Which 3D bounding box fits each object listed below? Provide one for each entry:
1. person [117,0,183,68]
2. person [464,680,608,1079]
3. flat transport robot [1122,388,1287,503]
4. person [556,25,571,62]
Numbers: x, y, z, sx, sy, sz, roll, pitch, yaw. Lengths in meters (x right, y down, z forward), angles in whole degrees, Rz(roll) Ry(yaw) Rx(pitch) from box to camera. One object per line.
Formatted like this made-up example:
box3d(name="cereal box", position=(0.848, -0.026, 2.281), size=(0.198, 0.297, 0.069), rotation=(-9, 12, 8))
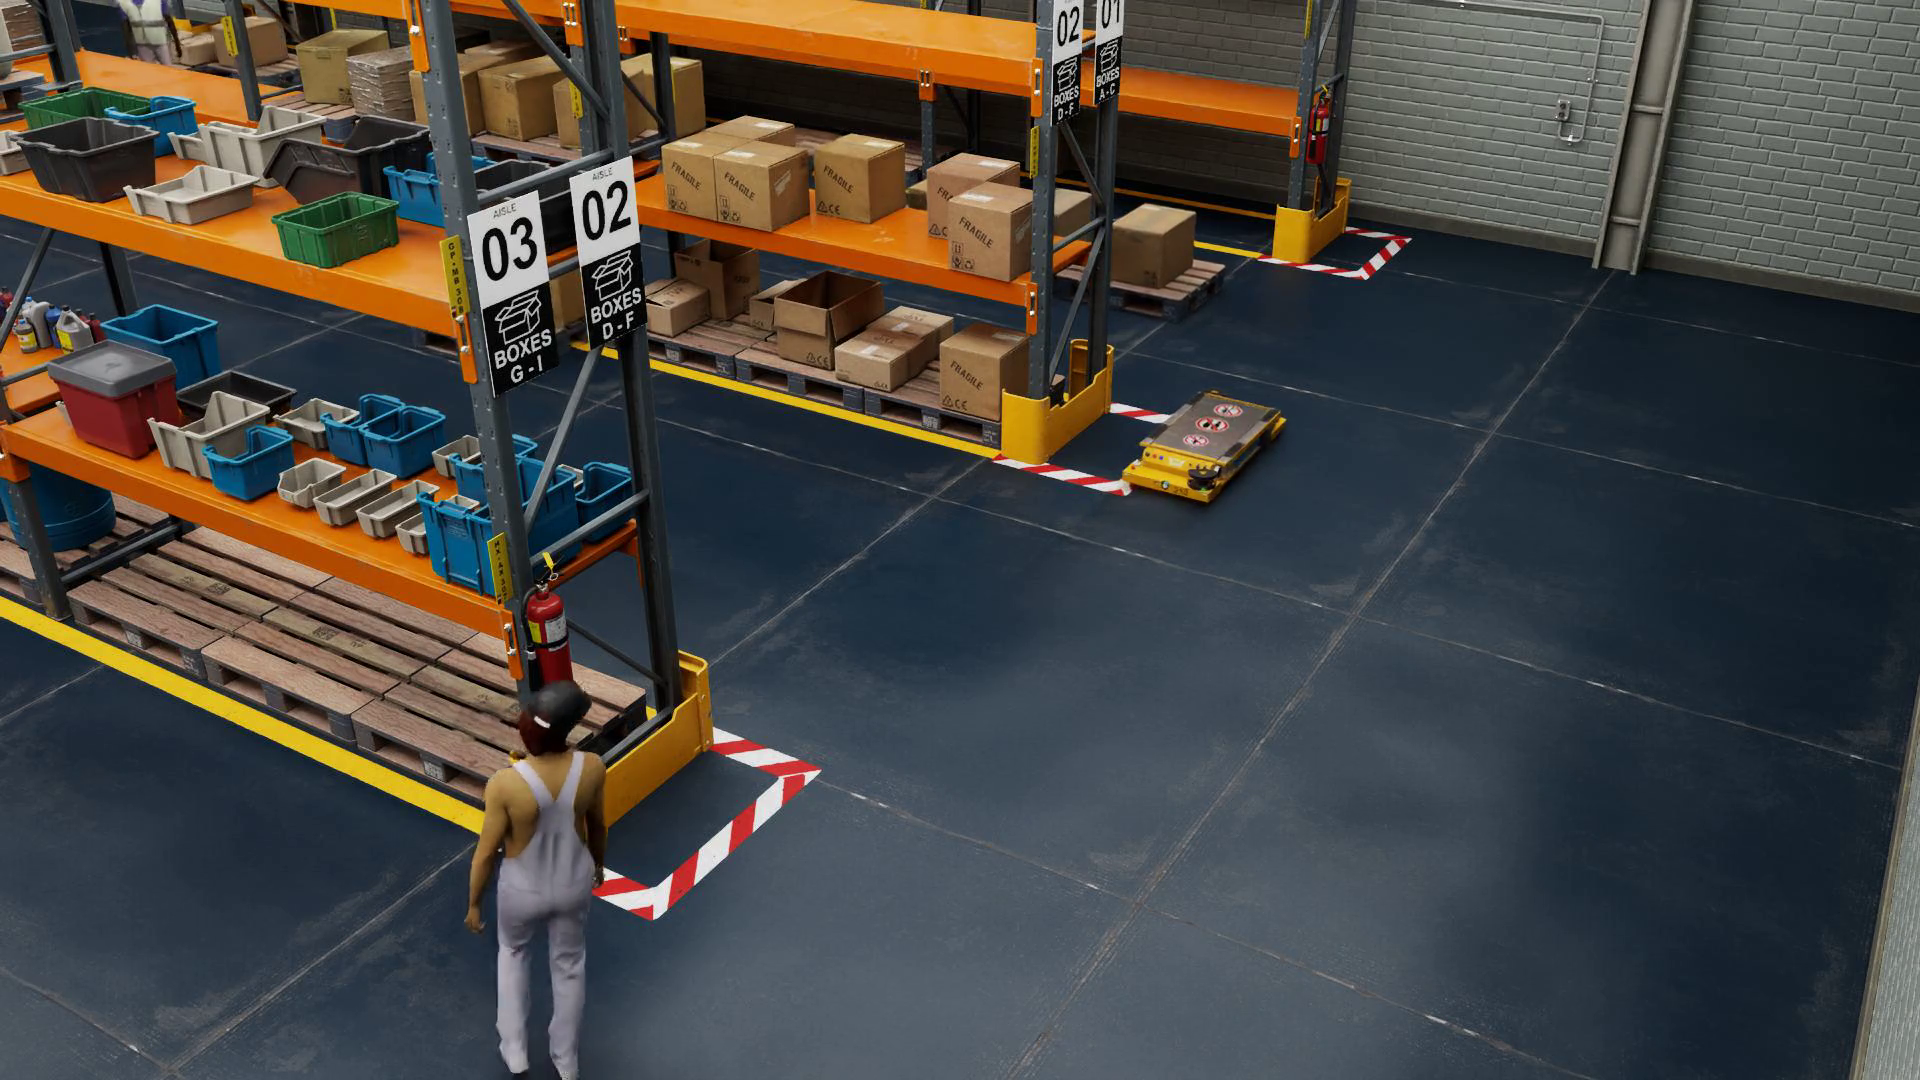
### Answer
box3d(name="person", position=(-9.350, -5.740, 19.372), size=(0.693, 1.790, 0.474), rotation=(-2, 29, -4))
box3d(name="person", position=(-1.656, 1.371, 6.586), size=(0.615, 1.816, 0.426), rotation=(-12, 31, -20))
box3d(name="flat transport robot", position=(1.767, -0.693, 11.877), size=(0.659, 0.231, 1.431), rotation=(16, 33, 27))
box3d(name="person", position=(-3.943, -4.450, 17.159), size=(0.533, 1.690, 0.320), rotation=(13, 32, 22))
